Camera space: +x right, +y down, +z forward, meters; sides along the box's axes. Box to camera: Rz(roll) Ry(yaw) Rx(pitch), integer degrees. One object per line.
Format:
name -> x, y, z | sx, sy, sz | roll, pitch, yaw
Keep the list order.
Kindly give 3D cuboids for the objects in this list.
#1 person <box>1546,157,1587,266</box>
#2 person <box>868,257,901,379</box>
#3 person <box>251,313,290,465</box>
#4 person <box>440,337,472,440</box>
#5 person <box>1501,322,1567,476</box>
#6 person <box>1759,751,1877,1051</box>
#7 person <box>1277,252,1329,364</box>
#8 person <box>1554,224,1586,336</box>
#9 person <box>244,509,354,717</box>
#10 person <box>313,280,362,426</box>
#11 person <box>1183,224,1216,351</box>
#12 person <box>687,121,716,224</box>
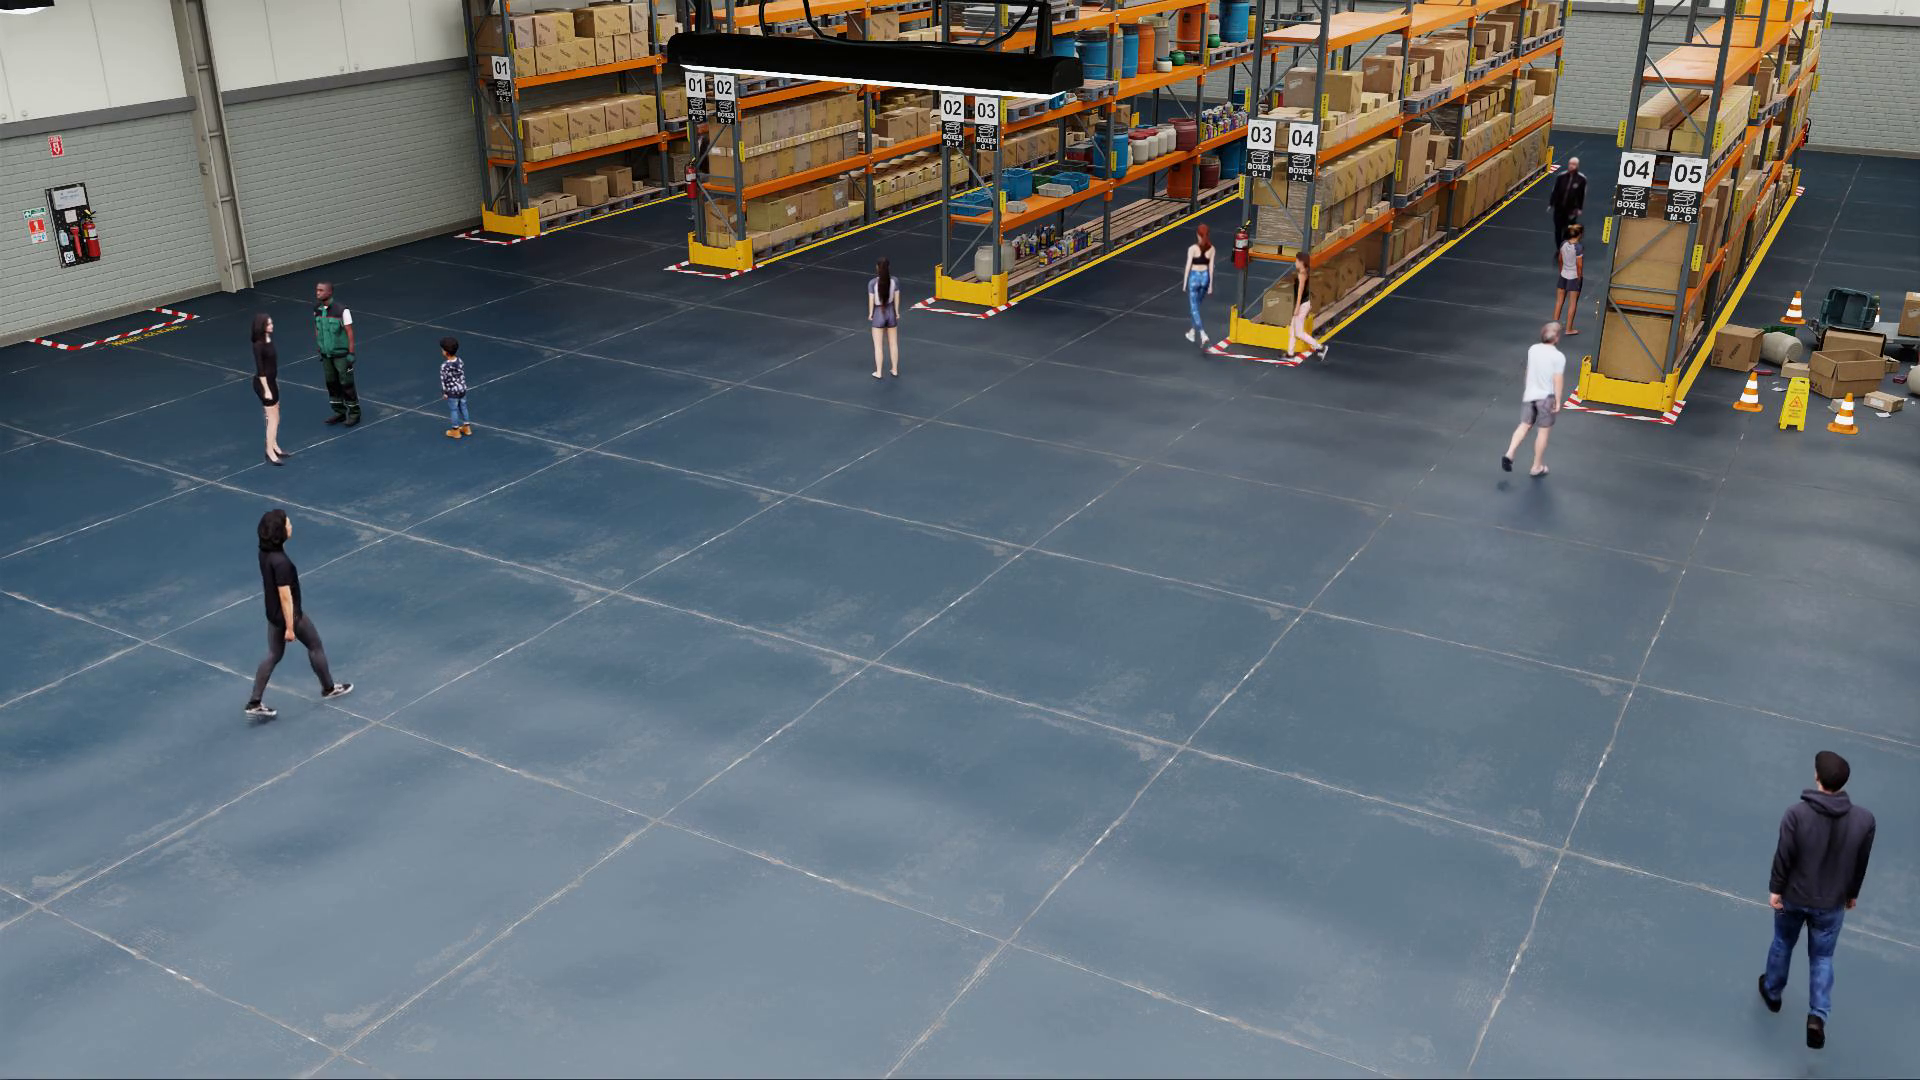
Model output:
person -> 10.366, -5.615, 28.430 | 0.721, 1.775, 1.232 | 14, 27, 30
person -> -1.014, -3.009, 22.461 | 0.647, 1.651, 0.733 | -9, 25, -21
person -> -8.078, -1.771, 19.368 | 0.763, 1.792, 0.677 | -2, 23, -5
person -> -6.162, -1.867, 20.284 | 0.571, 1.252, 0.455 | 16, 28, 33
person -> 6.524, -1.581, 18.885 | 1.034, 1.820, 0.861 | -17, 29, -35
person -> 5.142, 2.180, 9.978 | 0.847, 1.869, 1.133 | 6, 24, 14
person -> 4.797, -3.193, 23.041 | 0.680, 1.535, 0.895 | 8, 24, 19
person -> 8.981, -3.850, 24.470 | 0.694, 1.625, 0.670 | -12, 26, -27
person -> -5.660, 0.630, 13.717 | 0.809, 1.795, 1.200 | 21, 31, 40
person -> -7.725, -2.322, 20.604 | 0.728, 1.838, 0.648 | 8, 24, 18
person -> 3.420, -3.577, 23.662 | 1.079, 1.754, 1.156 | -6, 24, -13
person -> -4.819, -6.968, 31.457 | 0.894, 1.895, 1.275 | 7, 24, 17
